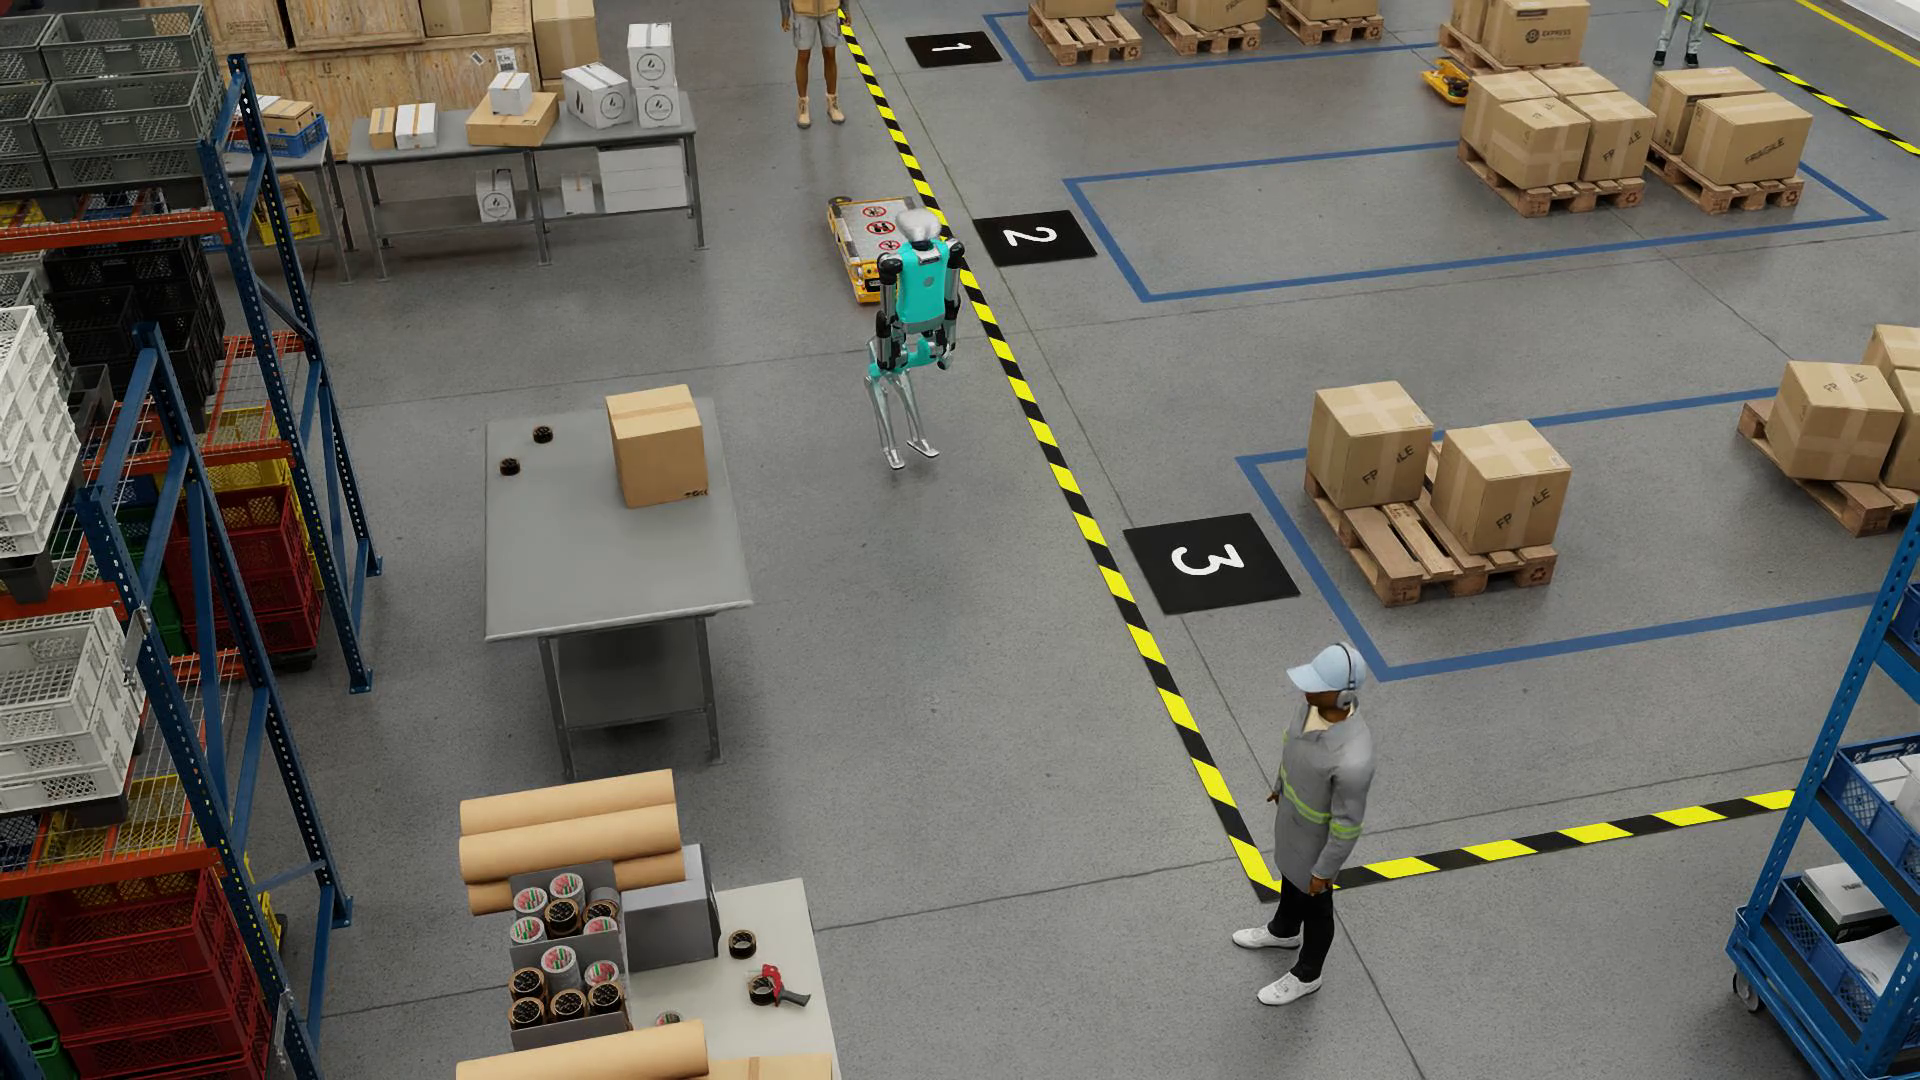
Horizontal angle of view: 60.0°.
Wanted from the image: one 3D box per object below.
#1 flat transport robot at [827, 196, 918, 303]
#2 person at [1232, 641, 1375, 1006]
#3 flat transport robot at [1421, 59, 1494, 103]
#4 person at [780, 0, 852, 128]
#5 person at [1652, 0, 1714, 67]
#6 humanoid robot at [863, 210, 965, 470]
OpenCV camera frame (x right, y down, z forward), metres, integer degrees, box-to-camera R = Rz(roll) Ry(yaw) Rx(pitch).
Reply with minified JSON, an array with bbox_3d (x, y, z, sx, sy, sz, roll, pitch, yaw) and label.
[{"bbox_3d":[-0.570,-2.220,12.538,0.659,0.231,1.431,-8,37,-10],"label":"flat transport robot"},{"bbox_3d":[1.396,1.136,6.700,0.370,1.852,0.588,-6,37,-8],"label":"person"},{"bbox_3d":[5.051,-4.273,15.273,1.431,0.197,0.652,-8,37,-10],"label":"flat transport robot"},{"bbox_3d":[-1.225,-4.528,14.156,0.614,2.040,0.372,-9,38,-12],"label":"person"},{"bbox_3d":[6.858,-5.287,15.358,0.588,1.821,0.404,9,38,12],"label":"person"},{"bbox_3d":[-0.344,-1.245,9.885,0.533,1.675,0.735,-19,41,-23],"label":"humanoid robot"}]
